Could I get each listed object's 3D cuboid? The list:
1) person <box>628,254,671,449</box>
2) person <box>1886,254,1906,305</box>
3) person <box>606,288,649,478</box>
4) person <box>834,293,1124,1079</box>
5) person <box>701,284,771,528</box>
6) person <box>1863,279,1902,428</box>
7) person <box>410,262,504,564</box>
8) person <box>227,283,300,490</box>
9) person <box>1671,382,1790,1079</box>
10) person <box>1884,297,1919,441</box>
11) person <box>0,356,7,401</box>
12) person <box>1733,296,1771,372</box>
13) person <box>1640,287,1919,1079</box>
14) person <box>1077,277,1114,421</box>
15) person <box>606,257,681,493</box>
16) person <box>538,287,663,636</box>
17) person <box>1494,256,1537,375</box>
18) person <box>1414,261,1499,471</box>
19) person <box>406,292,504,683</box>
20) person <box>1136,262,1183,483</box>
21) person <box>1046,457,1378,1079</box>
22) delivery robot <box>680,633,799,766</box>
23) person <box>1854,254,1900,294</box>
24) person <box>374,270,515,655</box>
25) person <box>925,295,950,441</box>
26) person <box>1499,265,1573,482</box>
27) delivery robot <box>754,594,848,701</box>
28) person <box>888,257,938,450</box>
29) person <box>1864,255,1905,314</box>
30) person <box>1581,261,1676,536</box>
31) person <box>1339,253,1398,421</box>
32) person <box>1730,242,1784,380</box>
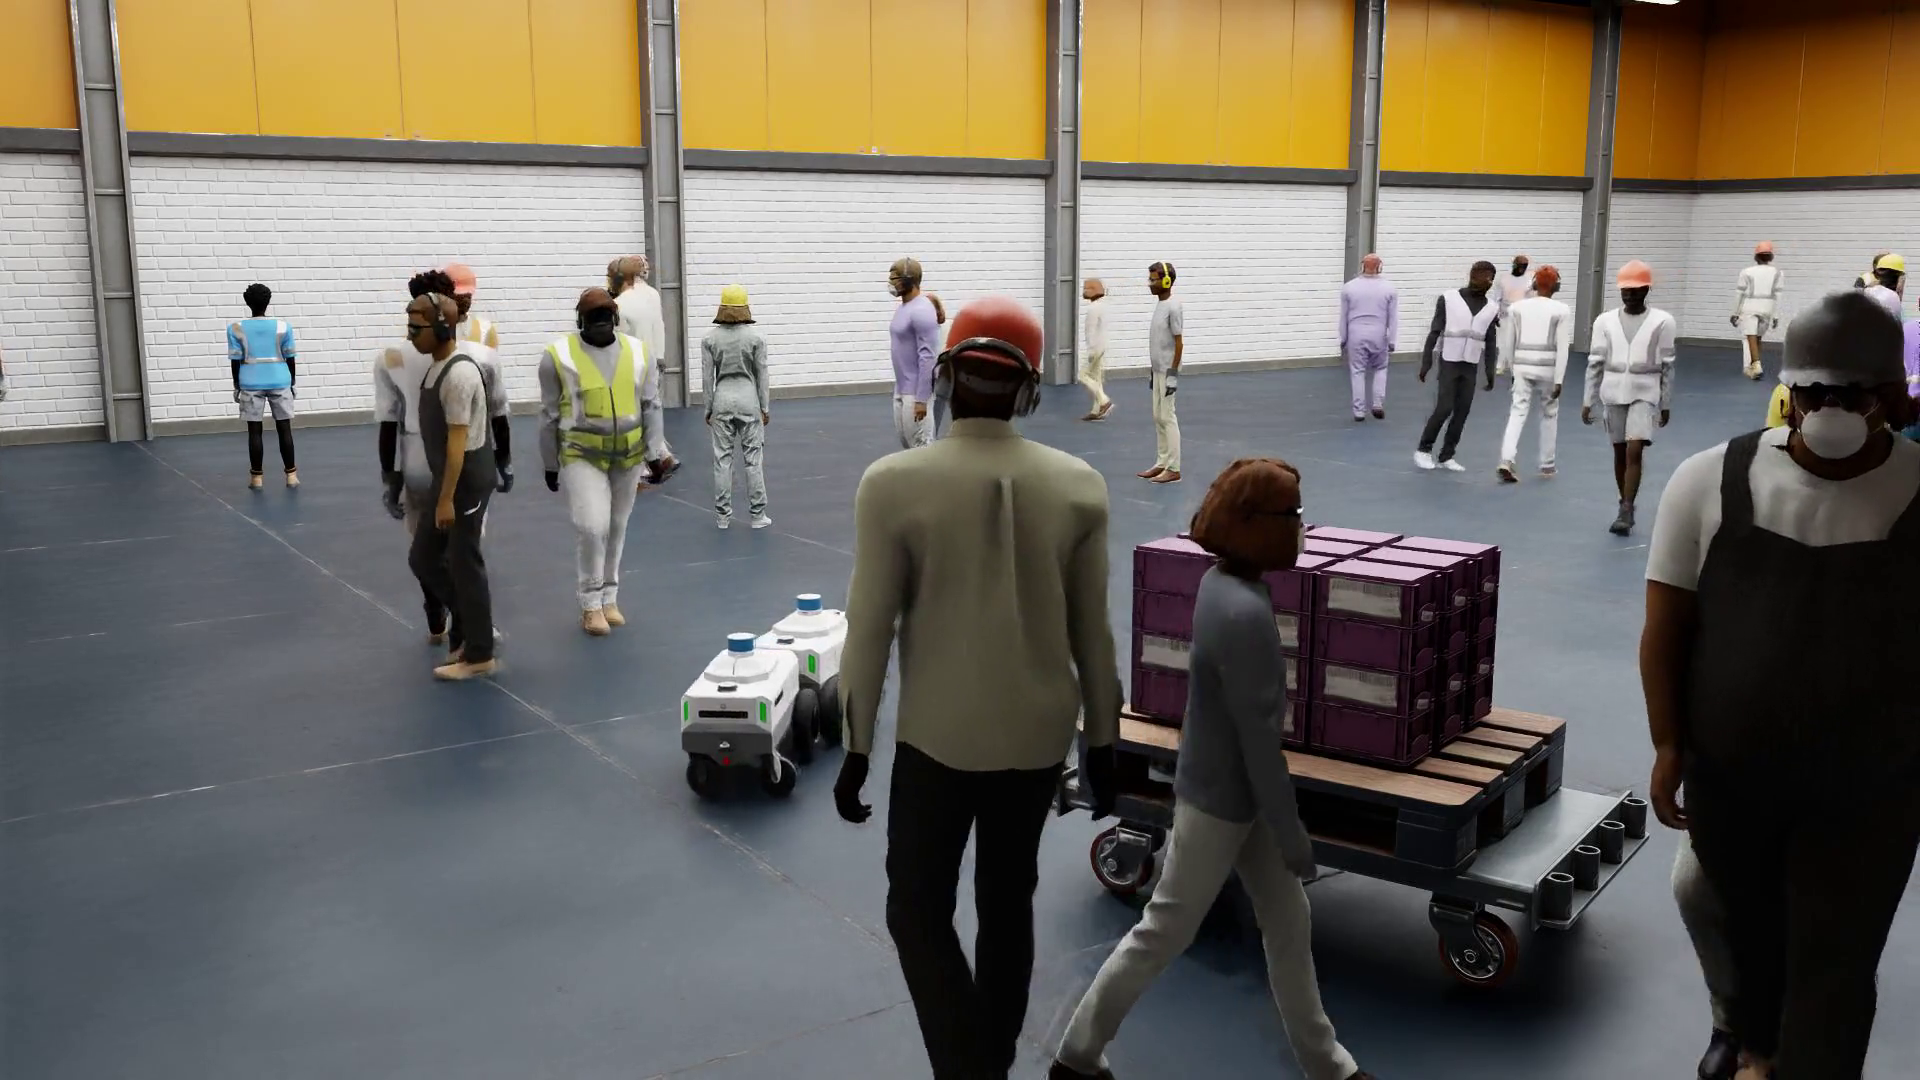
[{"bbox_3d":[-3.121,-1.821,16.228,0.652,1.904,0.403,6,12,30],"label":"person"},{"bbox_3d":[14.303,-3.528,25.850,0.646,1.826,1.076,1,10,7],"label":"person"},{"bbox_3d":[-2.915,-1.402,14.315,0.533,1.768,0.310,-3,11,-15],"label":"person"},{"bbox_3d":[0.062,0.444,3.698,0.667,1.962,0.670,-4,11,-22],"label":"person"},{"bbox_3d":[-1.594,-0.948,11.885,0.484,1.744,0.296,0,10,2],"label":"person"},{"bbox_3d":[9.863,-1.989,17.907,0.386,1.616,0.547,-5,12,-28],"label":"person"},{"bbox_3d":[-3.151,-0.774,10.479,0.555,1.913,0.485,-7,12,-34],"label":"person"},{"bbox_3d":[-5.738,-1.261,13.731,0.532,1.696,0.319,-5,11,-25],"label":"person"},{"bbox_3d":[1.910,0.491,3.837,0.468,1.806,0.610,-9,13,-40],"label":"person"},{"bbox_3d":[6.308,-0.784,10.821,0.565,1.809,0.526,5,12,28],"label":"person"},{"bbox_3d":[-8.269,-1.357,13.877,0.524,1.845,0.875,-7,13,-34],"label":"person"},{"bbox_3d":[12.143,-3.355,25.524,0.513,1.582,0.900,3,11,14],"label":"person"},{"bbox_3d":[1.820,0.415,3.596,0.680,2.000,1.012,7,13,35],"label":"person"},{"bbox_3d":[1.495,-2.136,18.718,0.357,1.622,0.524,3,11,14],"label":"person"},{"bbox_3d":[-2.629,-1.317,13.442,0.501,1.922,0.636,2,11,11],"label":"person"},{"bbox_3d":[-1.855,-0.412,8.756,0.619,1.813,0.645,-6,12,-32],"label":"person"},{"bbox_3d":[8.288,-3.329,24.837,0.643,1.794,0.740,5,11,24],"label":"person"},{"bbox_3d":[4.449,-1.543,14.821,0.689,1.866,0.393,-3,11,-14],"label":"person"},{"bbox_3d":[-2.372,-0.233,7.736,0.402,1.824,0.523,-7,12,-34],"label":"person"},{"bbox_3d":[1.718,-1.415,14.110,0.312,1.865,0.535,-2,11,-11],"label":"person"},{"bbox_3d":[0.611,0.598,3.848,0.870,1.594,0.497,2,10,9],"label":"person"},{"bbox_3d":[-0.837,0.601,6.394,0.477,0.478,0.707,1,10,4],"label":"delivery robot"},{"bbox_3d":[12.558,-2.986,22.790,0.622,1.844,0.429,-1,10,-4],"label":"person"},{"bbox_3d":[-2.520,-0.356,8.205,0.612,1.900,1.003,-2,11,-11],"label":"person"},{"bbox_3d":[-0.239,-1.282,14.141,0.512,1.589,0.841,-4,11,-19],"label":"person"},{"bbox_3d":[4.893,-1.416,14.188,0.577,1.849,0.937,7,13,36],"label":"person"},{"bbox_3d":[-0.639,0.473,7.097,0.477,0.478,0.707,3,11,17],"label":"delivery robot"},{"bbox_3d":[-0.333,-1.033,11.819,0.361,1.936,0.631,-3,11,-16],"label":"person"},{"bbox_3d":[8.925,-1.816,16.213,0.451,1.905,0.658,-1,10,-4],"label":"person"},{"bbox_3d":[4.642,-0.982,11.633,0.564,1.896,0.906,7,12,34],"label":"person"},{"bbox_3d":[4.625,-2.289,18.857,0.647,1.889,0.584,3,11,15],"label":"person"},{"bbox_3d":[11.667,-3.338,24.293,0.620,2.008,1.014,1,10,7],"label":"person"}]
